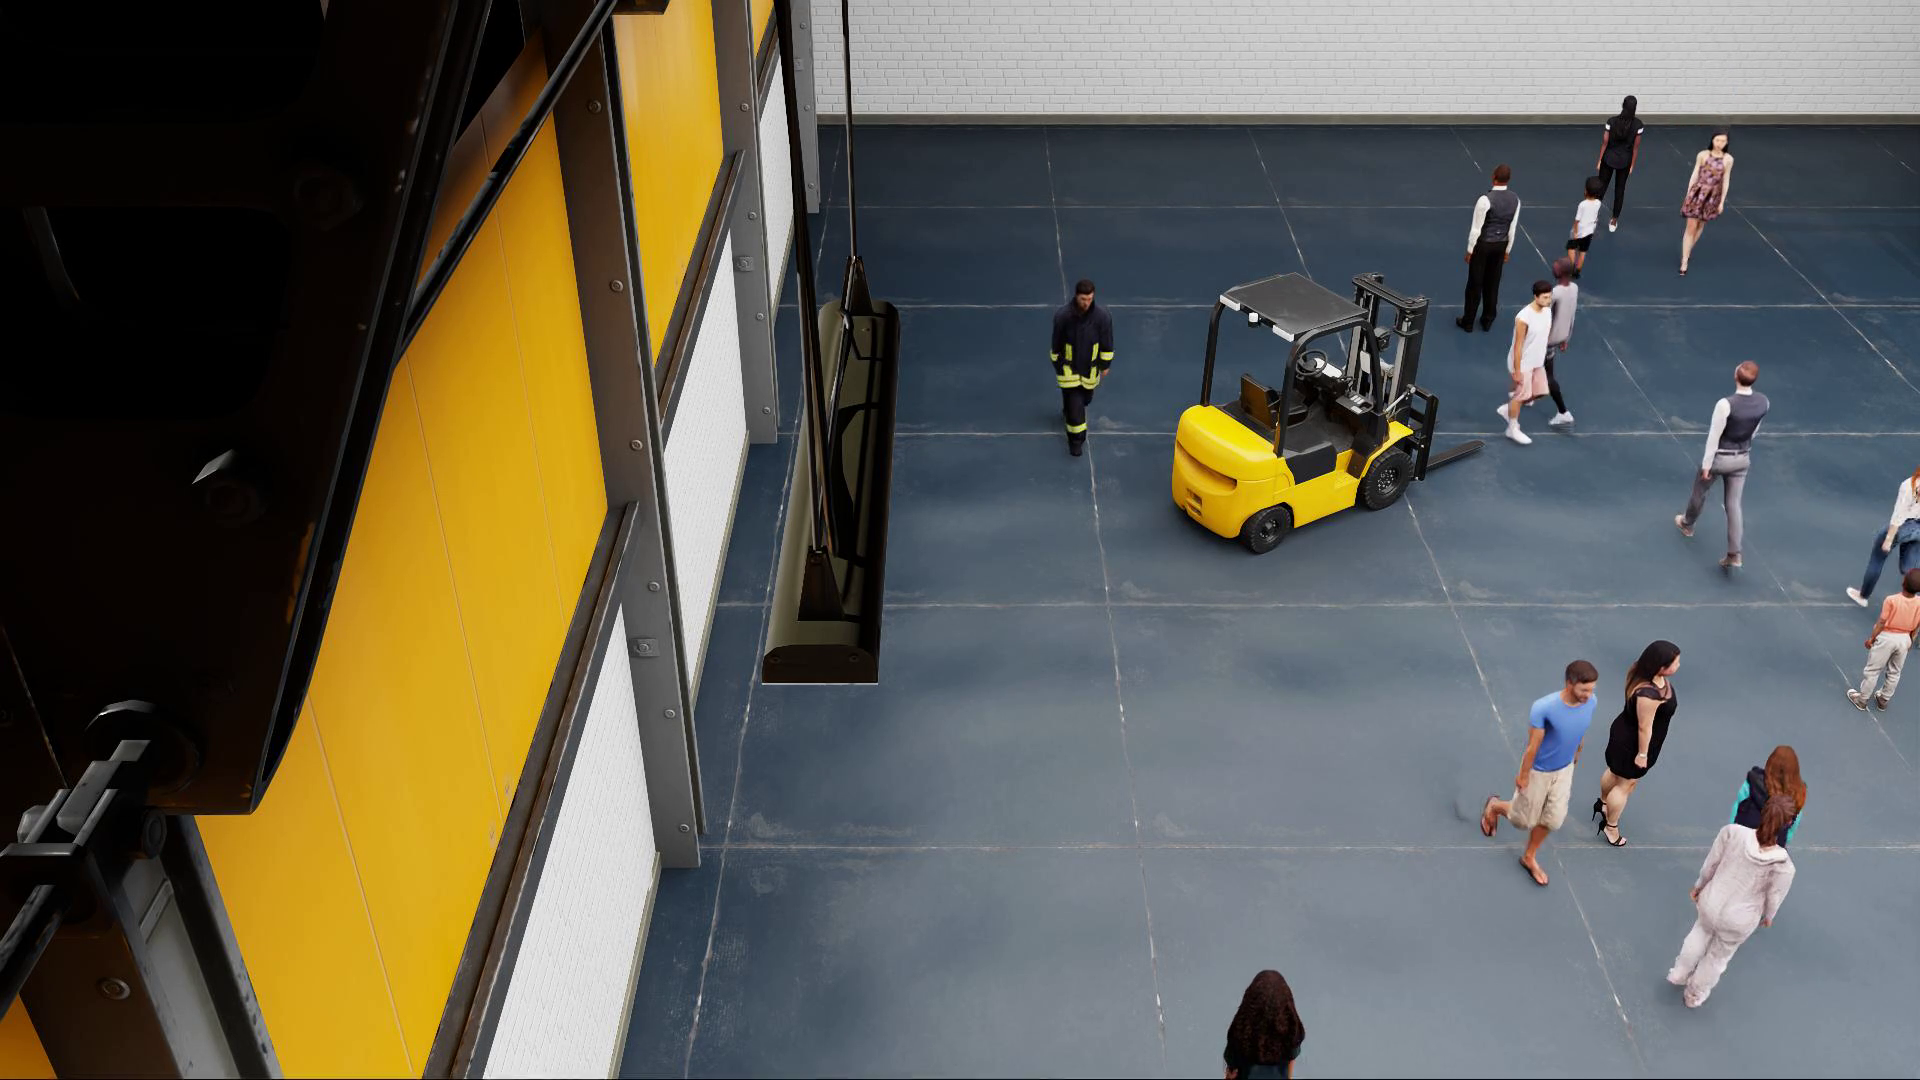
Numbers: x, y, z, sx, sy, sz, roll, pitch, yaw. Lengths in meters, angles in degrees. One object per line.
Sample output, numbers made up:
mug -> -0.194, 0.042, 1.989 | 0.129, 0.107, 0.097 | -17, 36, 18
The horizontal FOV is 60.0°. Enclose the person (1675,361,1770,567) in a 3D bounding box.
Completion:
person -> 6.816, -0.654, 14.653 | 0.712, 1.913, 1.233 | -2, 34, -2

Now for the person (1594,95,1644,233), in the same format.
person -> 8.290, -4.763, 21.002 | 0.662, 1.728, 0.640 | 11, 35, 16

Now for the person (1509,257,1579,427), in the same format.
person -> 6.034, -1.983, 16.803 | 1.048, 1.746, 1.173 | -23, 40, -31

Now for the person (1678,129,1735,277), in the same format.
person -> 8.944, -4.097, 19.985 | 0.823, 1.744, 1.032 | 11, 35, 16

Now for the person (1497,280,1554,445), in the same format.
person -> 5.563, -1.806, 16.515 | 0.843, 1.769, 0.903 | -26, 42, -34

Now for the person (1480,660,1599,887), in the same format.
person -> 3.996, 1.503, 11.469 | 0.804, 1.845, 0.994 | -9, 35, -14

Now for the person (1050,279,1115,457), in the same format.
person -> 1.149, -1.792, 16.398 | 0.814, 1.876, 1.140 | -2, 34, -3

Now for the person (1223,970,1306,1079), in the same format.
person -> 1.677, 3.089, 9.301 | 0.596, 1.603, 0.606 | 2, 34, 3

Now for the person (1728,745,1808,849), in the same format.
person -> 5.289, 2.022, 11.030 | 0.816, 1.466, 1.065 | 12, 36, 18

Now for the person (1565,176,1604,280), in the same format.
person -> 7.470, -3.697, 19.828 | 0.530, 1.251, 0.534 | -7, 34, -11

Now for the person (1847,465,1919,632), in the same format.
person -> 7.969, -0.016, 13.882 | 0.729, 1.703, 1.097 | -7, 34, -10

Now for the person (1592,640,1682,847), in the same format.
person -> 4.751, 1.407, 11.728 | 0.749, 1.718, 0.593 | 6, 34, 9

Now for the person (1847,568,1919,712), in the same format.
person -> 7.315, 0.780, 13.039 | 0.506, 1.310, 0.508 | 5, 34, 7

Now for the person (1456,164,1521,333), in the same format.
person -> 5.907, -3.252, 18.559 | 0.725, 1.917, 0.645 | -6, 34, -9

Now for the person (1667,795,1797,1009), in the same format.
person -> 4.775, 2.325, 10.397 | 0.854, 1.663, 0.781 | -27, 42, -34
